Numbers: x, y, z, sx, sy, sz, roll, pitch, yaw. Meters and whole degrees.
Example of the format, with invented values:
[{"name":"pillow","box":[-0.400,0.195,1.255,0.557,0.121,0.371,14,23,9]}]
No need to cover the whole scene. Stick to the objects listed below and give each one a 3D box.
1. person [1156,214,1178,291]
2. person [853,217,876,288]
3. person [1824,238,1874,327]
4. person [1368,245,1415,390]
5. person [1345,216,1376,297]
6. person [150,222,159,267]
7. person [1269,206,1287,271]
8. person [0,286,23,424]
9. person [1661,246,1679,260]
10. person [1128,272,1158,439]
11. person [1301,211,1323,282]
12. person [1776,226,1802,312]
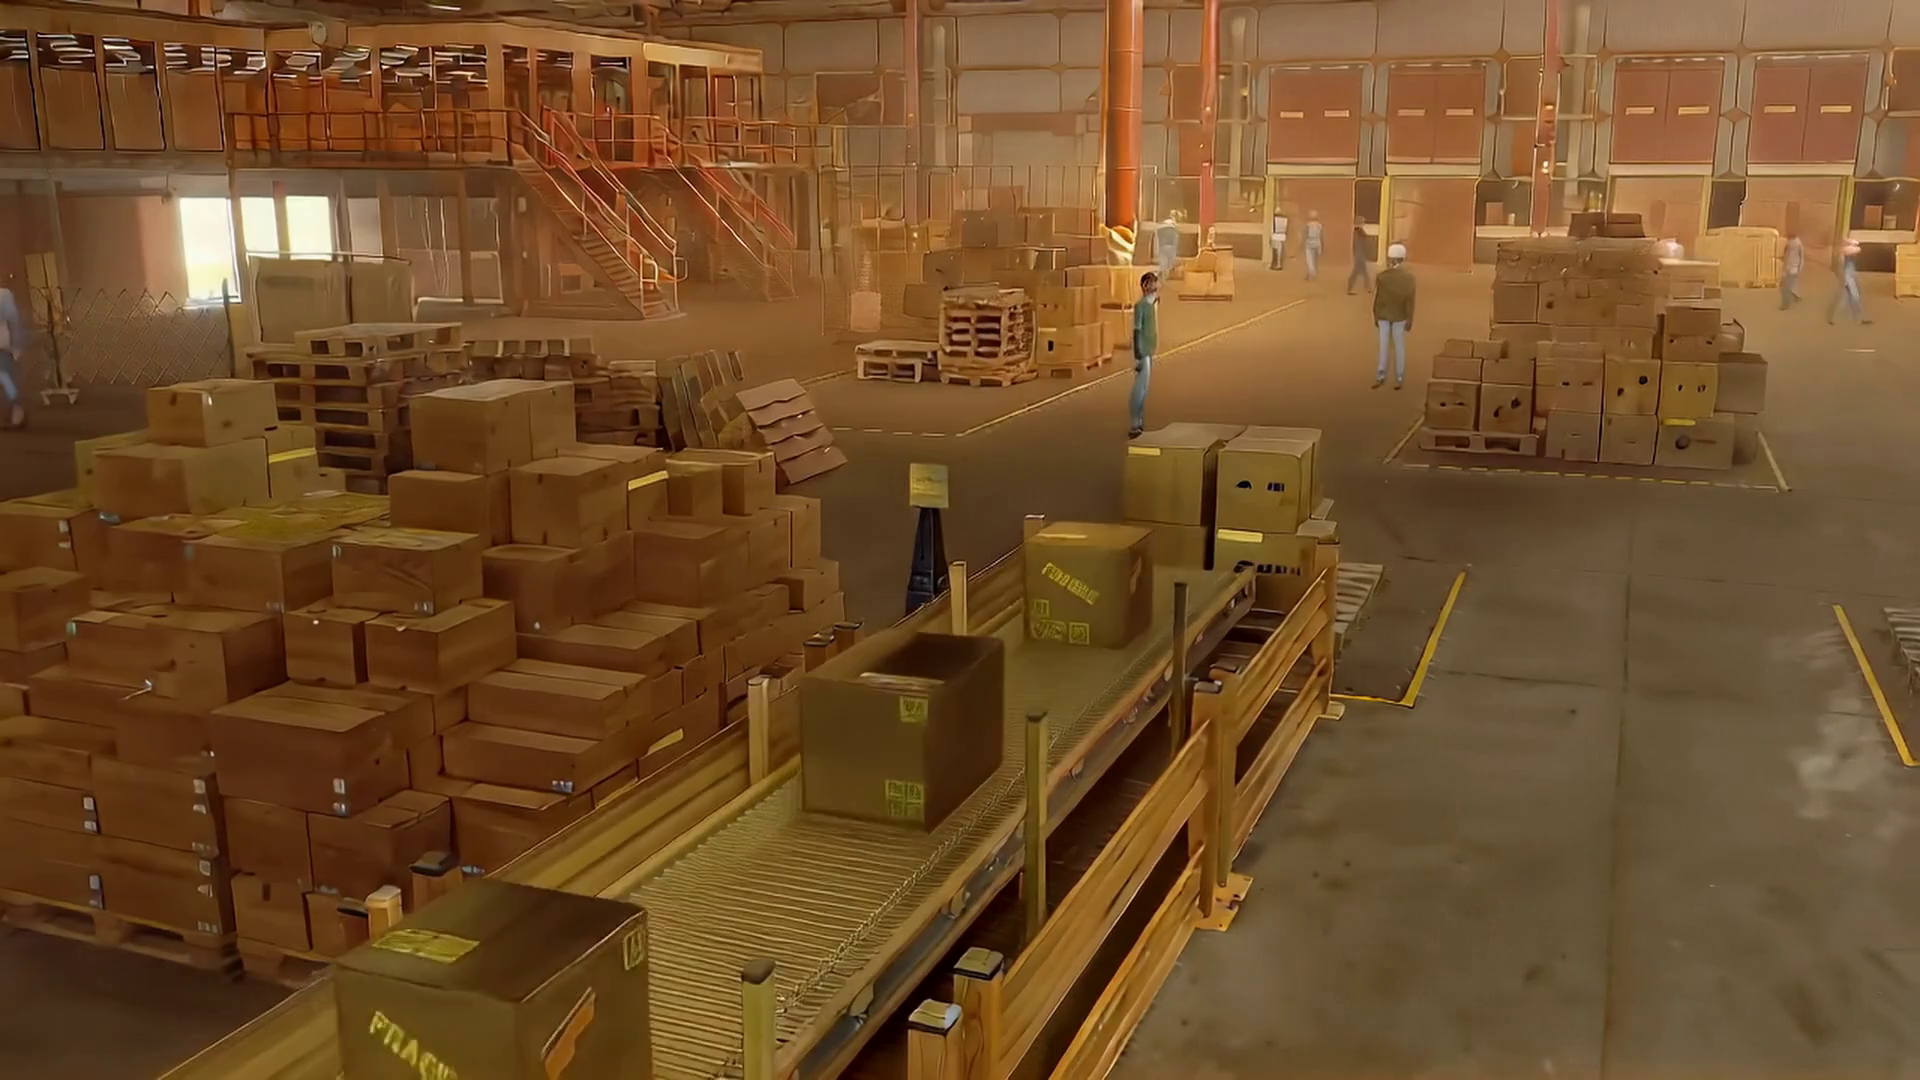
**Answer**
[{"name":"person","box":[5.153,-7.166,41.514,0.590,1.912,0.493,6,14,24]},{"name":"person","box":[-2.424,-7.376,42.702,0.691,1.808,0.465,3,13,15]},{"name":"person","box":[17.180,-4.948,32.054,0.506,1.696,0.896,-8,15,-32]},{"name":"person","box":[5.958,-3.068,22.948,0.390,1.992,0.624,-11,17,-41]},{"name":"person","box":[9.688,-6.766,39.763,1.003,1.890,0.646,0,13,0]},{"name":"person","box":[-22.982,-8.454,47.307,0.401,1.901,0.641,-5,14,-22]},{"name":"person","box":[9.494,-9.010,49.760,0.542,1.927,0.382,-3,13,-14]},{"name":"person","box":[-11.332,-2.295,19.425,0.568,2.030,0.620,12,17,42]},{"name":"person","box":[12.033,-4.096,28.129,0.673,1.745,0.533,2,13,10]},{"name":"person","box":[2.086,-2.078,18.791,0.327,1.874,0.518,5,14,22]},{"name":"person","box":[9.505,-7.903,44.813,0.616,1.920,0.829,-5,13,-21]},{"name":"person","box":[17.593,-5.732,35.281,0.453,1.824,0.648,6,14,24]}]
